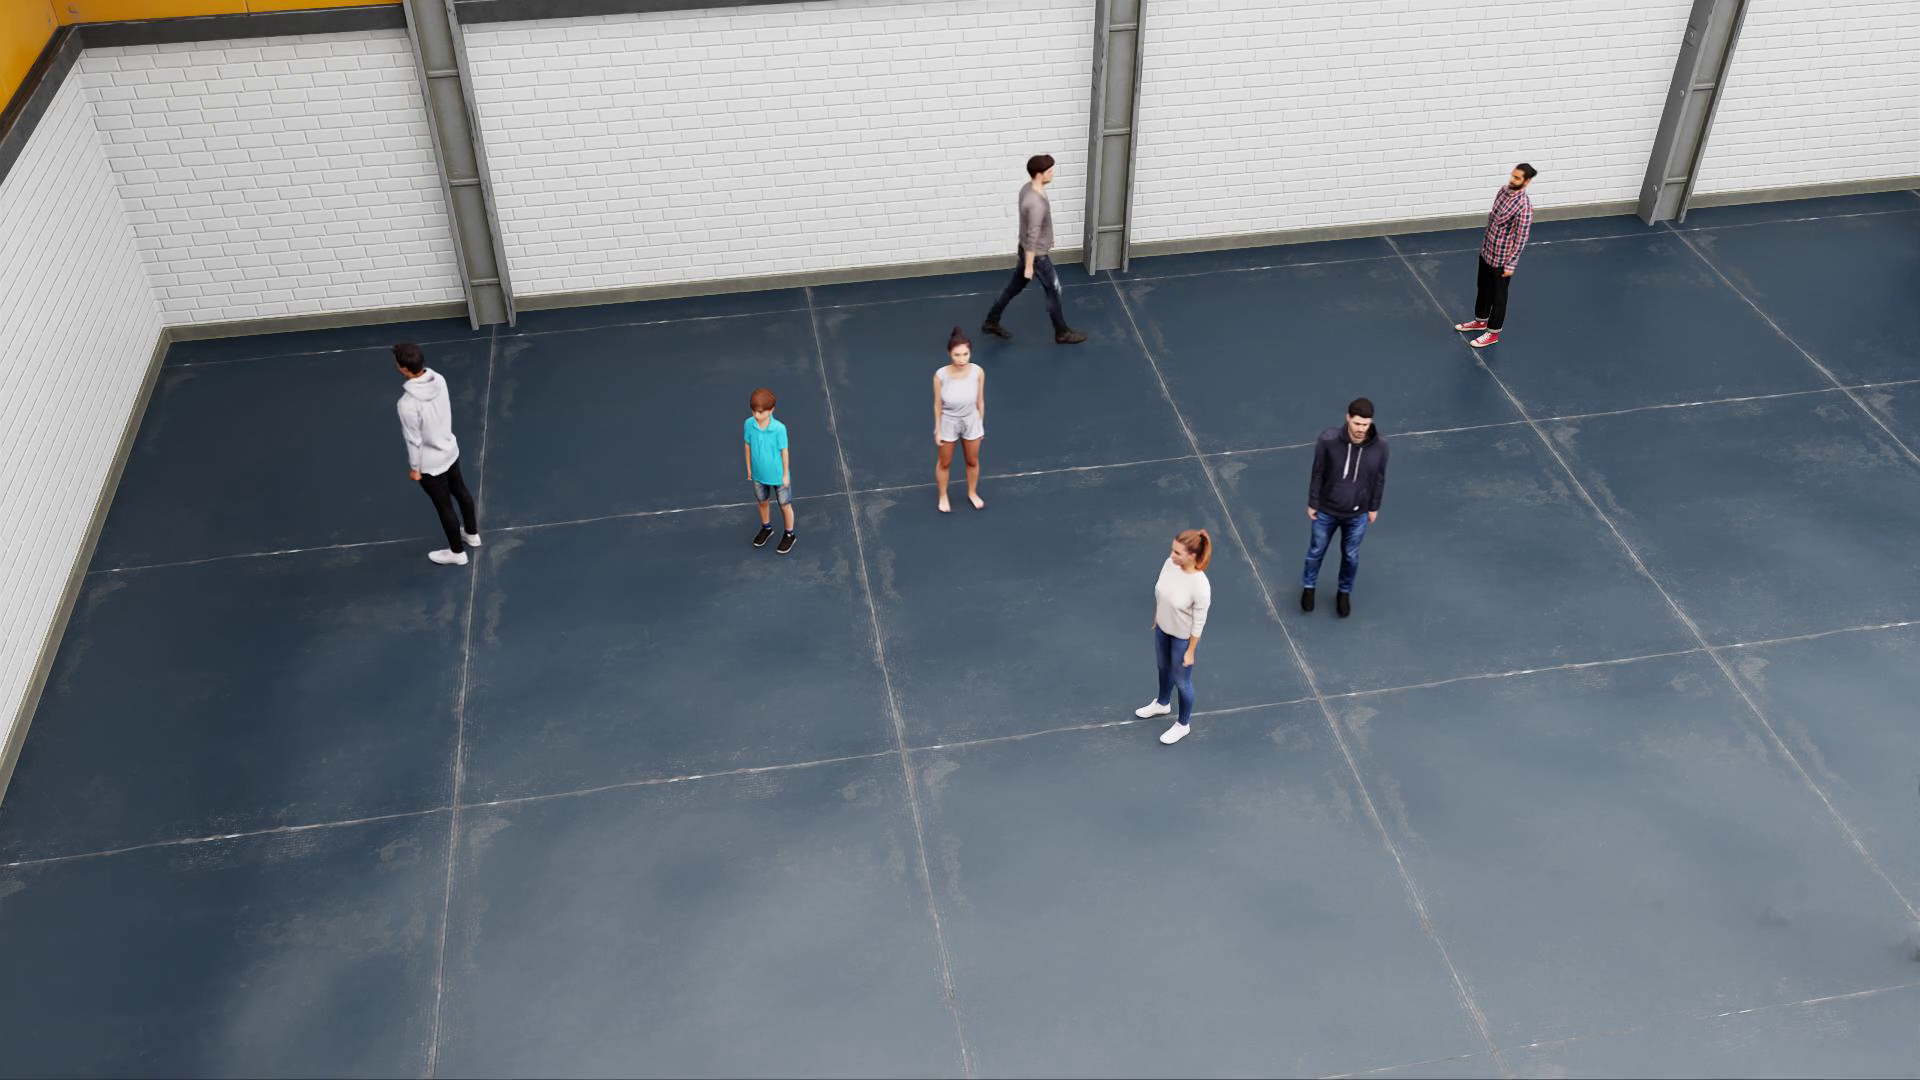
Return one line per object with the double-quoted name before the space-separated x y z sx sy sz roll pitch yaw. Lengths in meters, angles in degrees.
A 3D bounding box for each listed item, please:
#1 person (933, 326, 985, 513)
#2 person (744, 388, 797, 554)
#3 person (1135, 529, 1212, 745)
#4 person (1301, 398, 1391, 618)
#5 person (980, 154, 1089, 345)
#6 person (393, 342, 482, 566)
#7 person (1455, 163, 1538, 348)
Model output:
"person" -0.007 -0.929 13.125 0.435 1.611 0.602 -6 39 -8
"person" -1.453 -0.554 12.786 0.554 1.448 0.649 12 40 14
"person" 1.459 0.621 11.097 0.639 1.720 0.670 -19 42 -22
"person" 2.784 -0.267 12.074 0.645 1.888 0.804 7 39 9
"person" 0.574 -2.582 14.988 1.213 1.868 0.709 -4 39 -5
"person" -3.945 -0.659 12.532 0.755 1.929 0.770 10 40 12
"person" 4.911 -2.611 15.112 0.634 1.759 0.703 -9 40 -12
